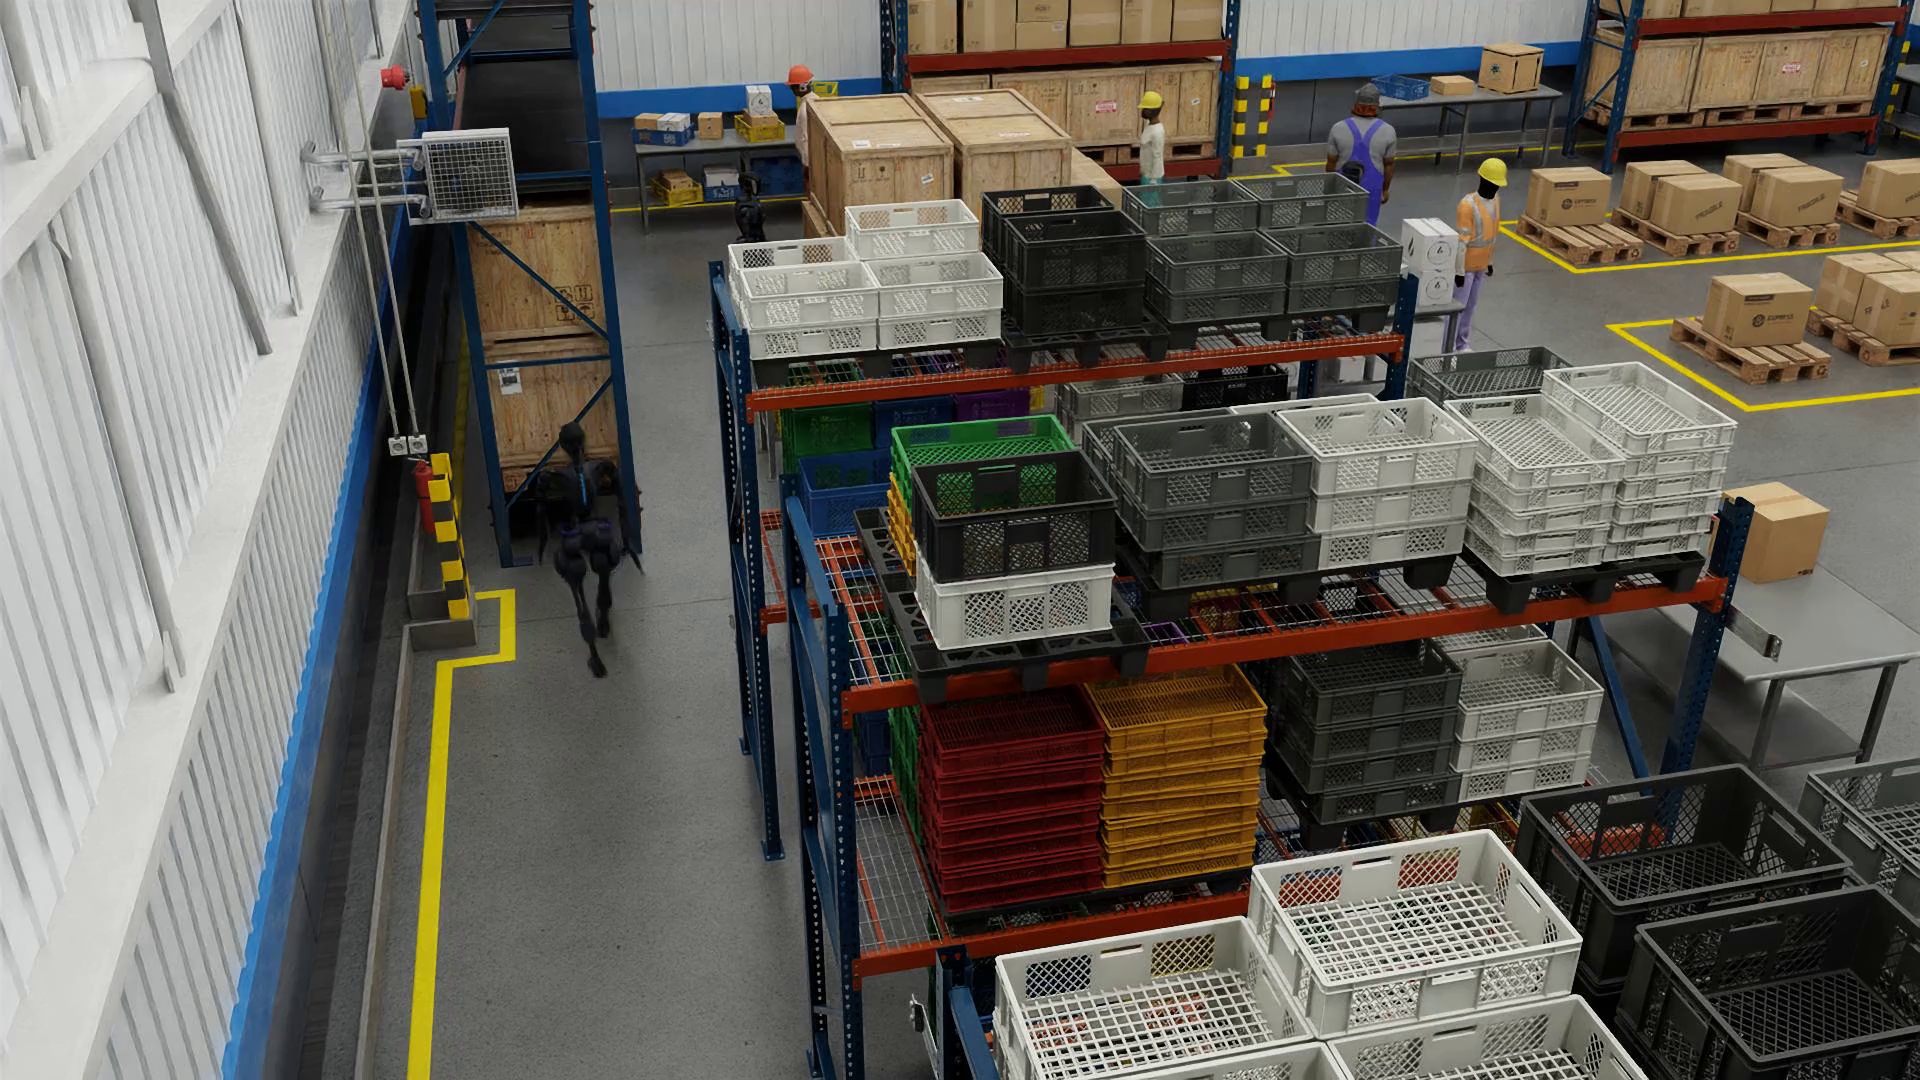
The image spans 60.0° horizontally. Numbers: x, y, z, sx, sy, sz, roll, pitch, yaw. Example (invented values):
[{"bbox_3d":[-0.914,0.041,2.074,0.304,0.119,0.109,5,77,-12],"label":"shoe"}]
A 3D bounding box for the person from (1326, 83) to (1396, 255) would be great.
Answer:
[{"bbox_3d":[4.091,-3.672,17.114,0.686,2.000,0.536,6,28,11],"label":"person"}]

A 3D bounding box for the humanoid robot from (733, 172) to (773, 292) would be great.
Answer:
[{"bbox_3d":[-1.944,-2.616,15.498,0.336,1.650,0.567,3,28,5],"label":"humanoid robot"}]

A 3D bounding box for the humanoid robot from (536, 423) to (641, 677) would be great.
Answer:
[{"bbox_3d":[-2.368,0.009,10.557,0.579,1.629,0.737,-13,30,-22],"label":"humanoid robot"}]

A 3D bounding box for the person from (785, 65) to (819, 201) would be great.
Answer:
[{"bbox_3d":[-1.656,-4.181,18.156,0.430,1.977,0.600,1,28,3],"label":"person"}]

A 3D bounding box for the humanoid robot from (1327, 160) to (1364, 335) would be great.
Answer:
[{"bbox_3d":[3.641,-2.789,15.821,0.320,1.651,0.567,-1,28,-3],"label":"humanoid robot"}]

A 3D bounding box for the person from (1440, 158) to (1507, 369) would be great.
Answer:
[{"bbox_3d":[4.656,-2.505,15.033,0.377,1.916,0.585,25,37,38],"label":"person"}]

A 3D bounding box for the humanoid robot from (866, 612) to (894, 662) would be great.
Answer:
[{"bbox_3d":[-0.518,0.040,10.453,0.412,1.643,0.610,-6,28,-11],"label":"humanoid robot"}]

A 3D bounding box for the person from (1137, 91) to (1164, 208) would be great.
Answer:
[{"bbox_3d":[2.029,-3.936,17.907,0.324,1.766,0.532,-2,28,-5],"label":"person"}]
